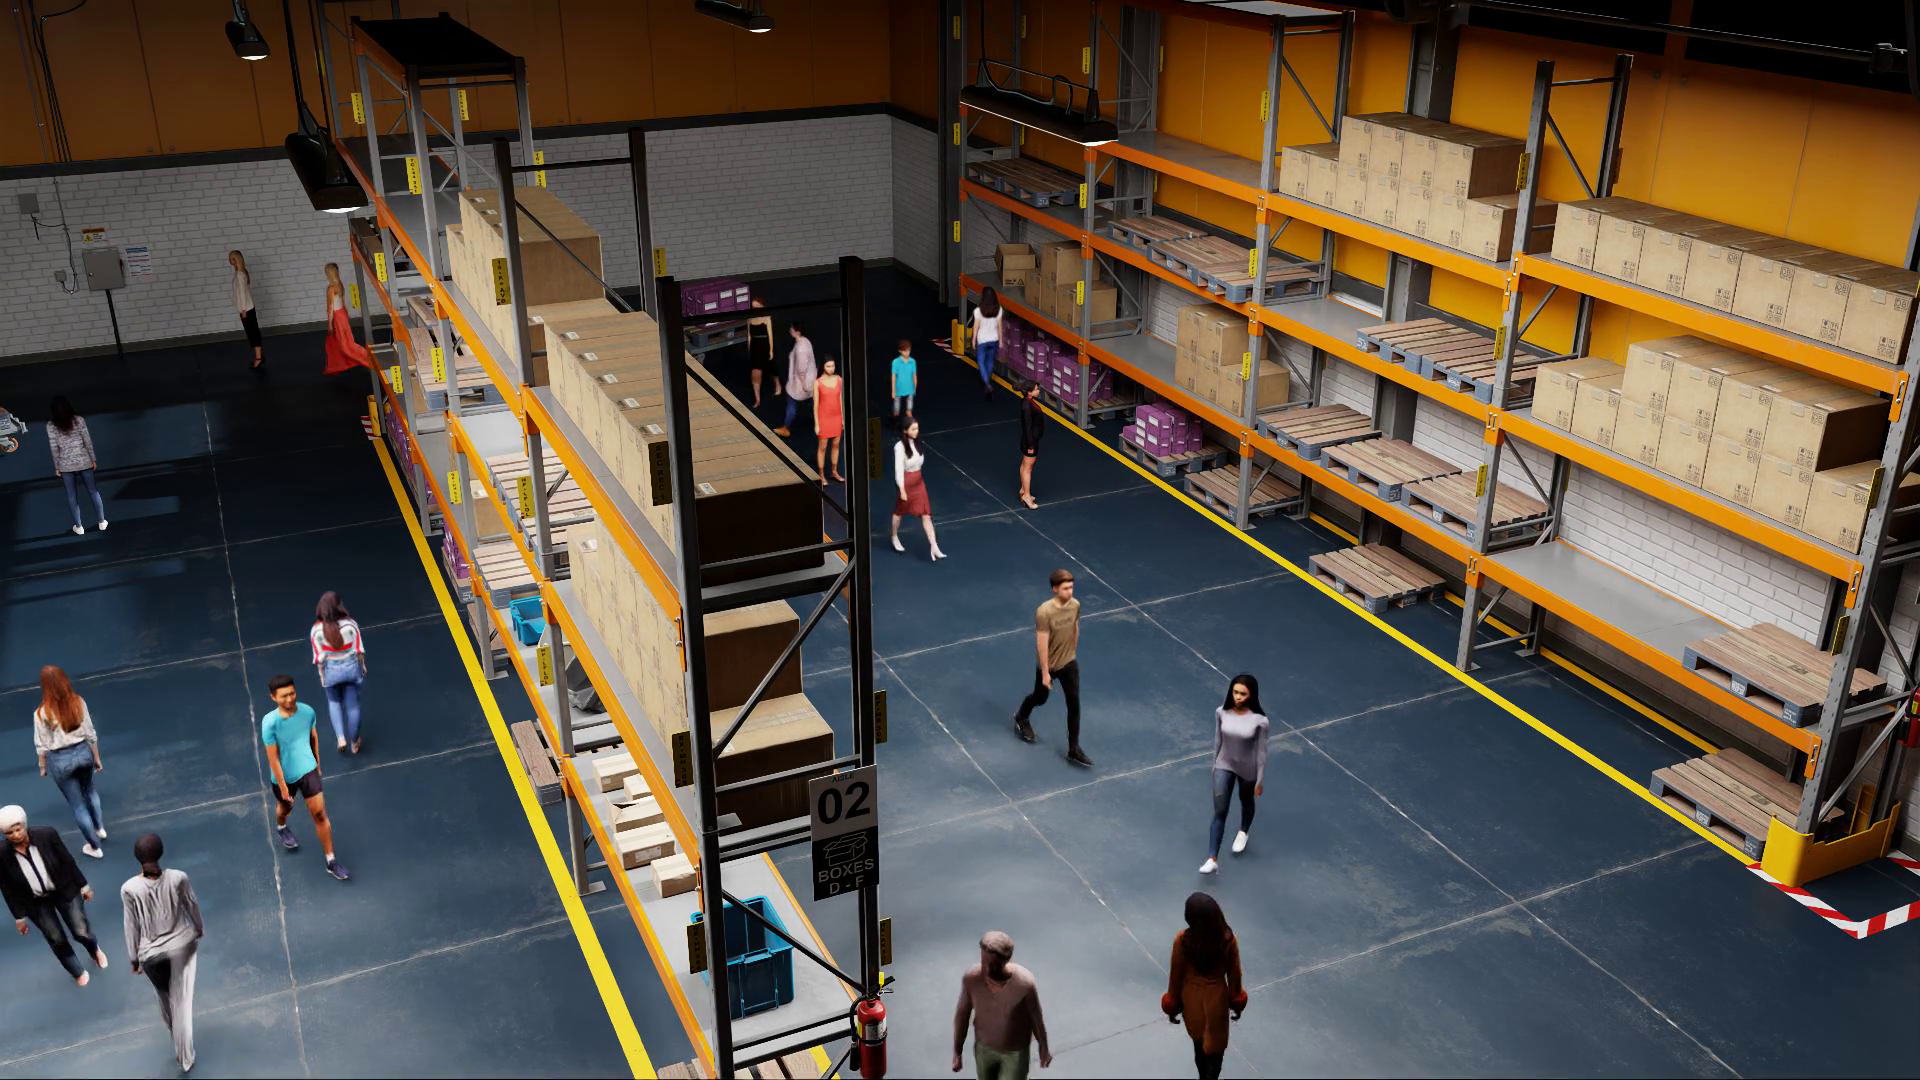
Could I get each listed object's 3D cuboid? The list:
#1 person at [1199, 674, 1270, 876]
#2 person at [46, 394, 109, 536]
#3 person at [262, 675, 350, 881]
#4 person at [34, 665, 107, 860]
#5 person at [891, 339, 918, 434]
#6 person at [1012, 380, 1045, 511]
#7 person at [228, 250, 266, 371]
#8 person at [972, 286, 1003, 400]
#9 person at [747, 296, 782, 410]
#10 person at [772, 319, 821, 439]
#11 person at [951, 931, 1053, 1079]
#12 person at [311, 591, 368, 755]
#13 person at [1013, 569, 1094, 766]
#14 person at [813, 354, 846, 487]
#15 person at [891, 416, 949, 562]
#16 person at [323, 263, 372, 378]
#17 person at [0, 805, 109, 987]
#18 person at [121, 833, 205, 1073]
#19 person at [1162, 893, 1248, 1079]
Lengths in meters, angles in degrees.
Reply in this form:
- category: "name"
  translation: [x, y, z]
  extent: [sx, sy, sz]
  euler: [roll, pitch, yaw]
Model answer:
- category: "person"
  translation: [2.307, 1.850, 13.556]
  extent: [1.125, 1.692, 1.124]
  euler: [11, 26, 23]
- category: "person"
  translation: [-10.564, -0.919, 19.842]
  extent: [0.635, 1.731, 0.559]
  euler: [-14, 27, -30]
- category: "person"
  translation: [-5.434, 1.878, 13.449]
  extent: [0.855, 1.728, 1.263]
  euler: [-21, 31, -39]
- category: "person"
  translation: [-7.196, 1.837, 13.560]
  extent: [0.788, 1.713, 0.722]
  euler: [17, 29, 34]
- category: "person"
  translation: [-0.794, -2.089, 22.882]
  extent: [0.588, 1.441, 0.751]
  euler: [-6, 24, -14]
- category: "person"
  translation: [0.860, -1.197, 20.593]
  extent: [0.725, 1.640, 0.663]
  euler: [-1, 24, -3]
- category: "person"
  translation: [-11.043, -3.565, 25.737]
  extent: [0.666, 1.858, 0.466]
  euler: [-9, 25, -19]
- category: "person"
  translation: [0.419, -2.858, 24.364]
  extent: [0.664, 1.663, 1.006]
  euler: [-8, 25, -19]
- category: "person"
  translation: [-2.846, -2.769, 24.244]
  extent: [0.979, 1.595, 1.106]
  euler: [4, 24, 9]
- category: "person"
  translation: [-2.052, -2.181, 22.767]
  extent: [1.159, 1.701, 1.186]
  euler: [5, 24, 10]
- category: "person"
  translation: [0.290, 3.139, 10.413]
  extent: [0.898, 1.847, 0.953]
  euler: [8, 25, 18]
- category: "person"
  translation: [-5.598, 1.238, 15.070]
  extent: [0.640, 1.601, 0.656]
  euler: [-7, 25, -15]
- category: "person"
  translation: [0.810, 1.110, 15.097]
  extent: [0.761, 1.814, 1.250]
  euler: [-14, 27, -29]
- category: "person"
  translation: [-1.679, -1.552, 21.306]
  extent: [0.625, 1.719, 0.559]
  euler: [-16, 28, -31]
- category: "person"
  translation: [-0.641, -0.591, 19.127]
  extent: [1.179, 1.703, 0.892]
  euler: [21, 31, 39]
- category: "person"
  translation: [-9.326, -3.302, 25.243]
  extent: [1.023, 1.773, 1.169]
  euler: [0, 24, 1]
- category: "person"
  translation: [-6.581, 2.562, 12.116]
  extent: [0.771, 1.757, 0.707]
  euler: [-13, 27, -28]
- category: "person"
  translation: [-5.362, 2.832, 11.244]
  extent: [0.653, 1.745, 0.905]
  euler: [-9, 25, -19]
- category: "person"
  translation: [1.573, 3.082, 10.743]
  extent: [1.053, 1.688, 1.165]
  euler: [5, 24, 11]
